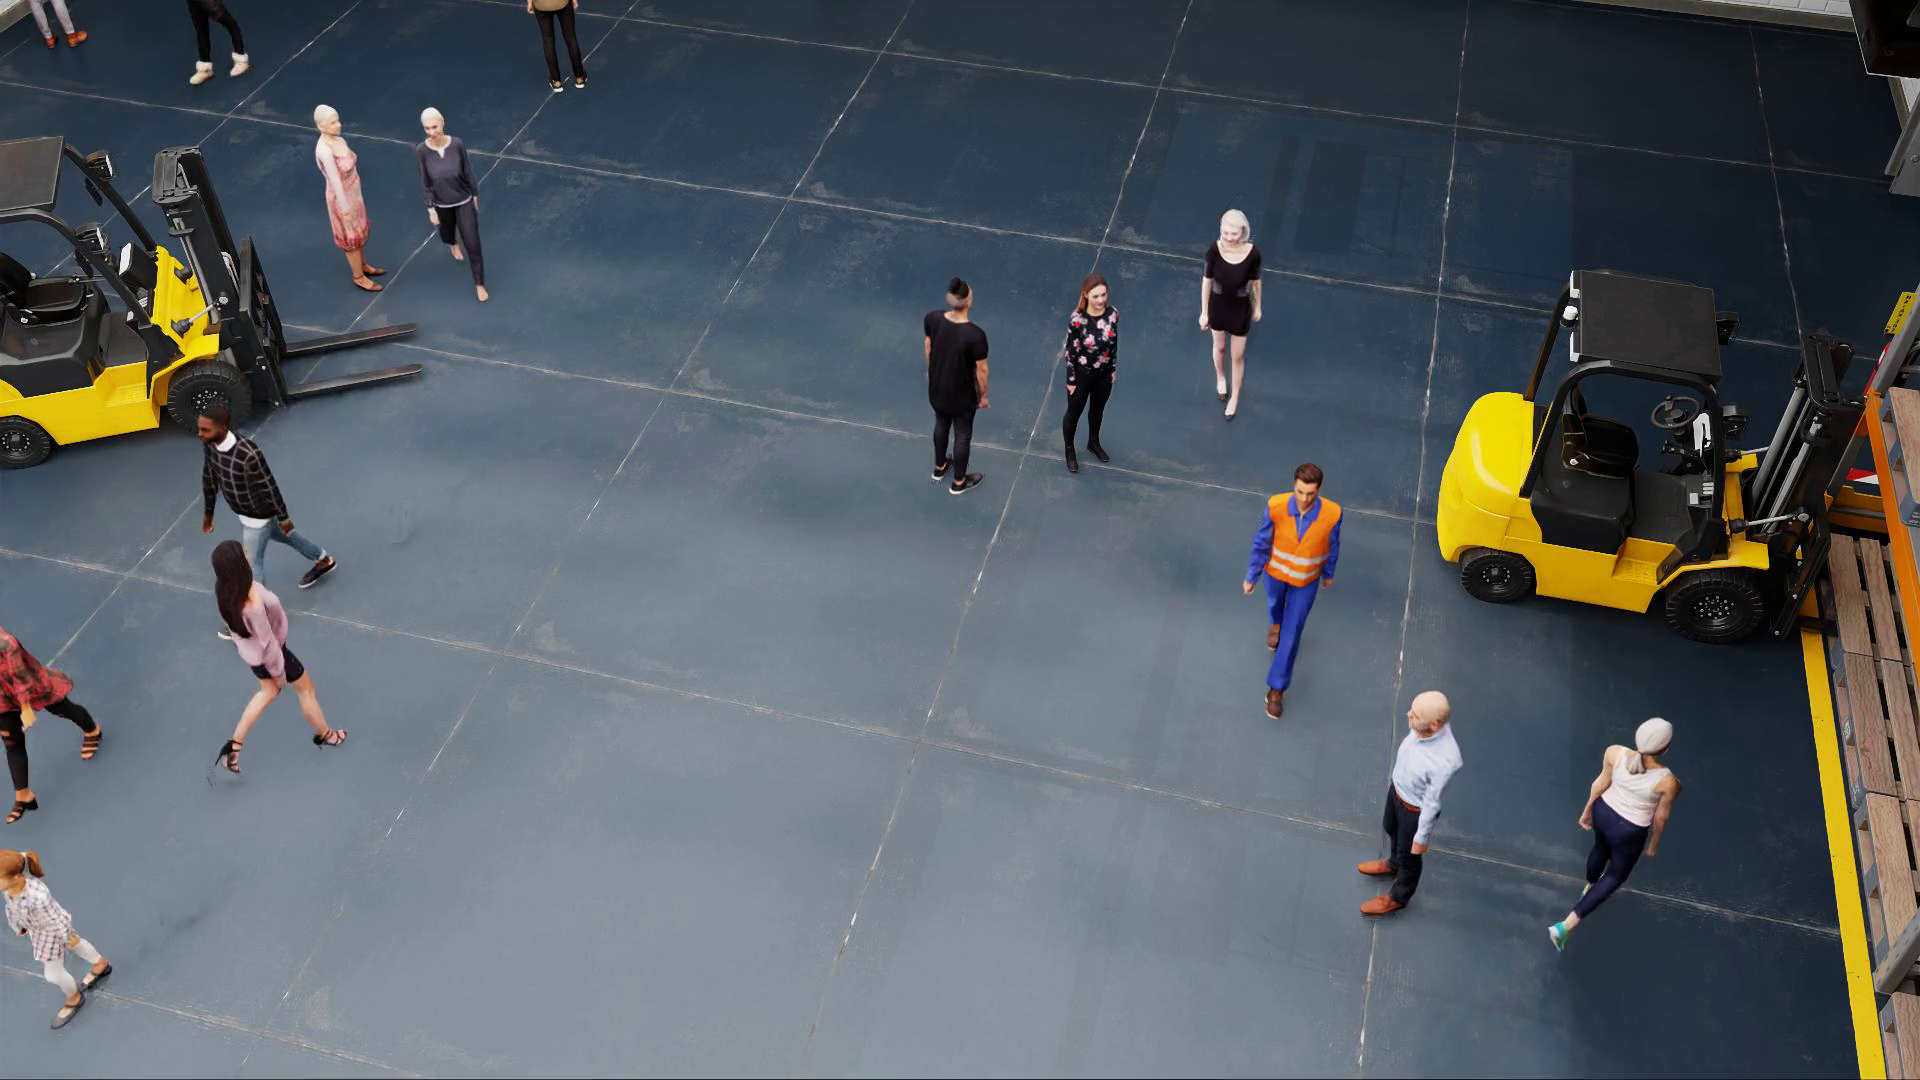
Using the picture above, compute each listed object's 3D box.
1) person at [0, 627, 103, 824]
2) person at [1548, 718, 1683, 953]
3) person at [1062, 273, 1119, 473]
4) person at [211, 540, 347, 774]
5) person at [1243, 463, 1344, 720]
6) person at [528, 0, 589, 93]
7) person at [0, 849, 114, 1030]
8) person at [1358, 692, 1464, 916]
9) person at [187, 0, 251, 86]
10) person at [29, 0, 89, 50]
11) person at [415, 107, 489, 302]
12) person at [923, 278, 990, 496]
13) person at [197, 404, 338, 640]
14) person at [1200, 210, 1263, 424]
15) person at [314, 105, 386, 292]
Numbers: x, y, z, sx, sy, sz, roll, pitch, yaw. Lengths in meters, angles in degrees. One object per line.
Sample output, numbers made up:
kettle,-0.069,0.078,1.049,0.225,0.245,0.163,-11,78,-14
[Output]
person,-5.680,0.866,10.184,0.684,1.648,1.086,6,44,6
person,3.654,1.664,9.320,1.122,1.685,0.971,-31,52,-28
person,0.966,-1.264,12.394,0.644,1.684,0.688,-18,46,-18
person,-4.334,0.754,10.200,1.096,1.788,0.887,-34,53,-31
person,2.151,0.171,10.793,0.712,1.814,1.196,10,45,10
person,-4.076,-5.390,16.603,0.747,1.851,0.742,-10,44,-10
person,-4.961,2.079,9.167,0.649,1.295,0.743,25,49,24
person,2.567,1.492,9.427,0.831,1.786,0.681,-8,44,-8
person,-7.687,-5.353,16.708,0.701,1.654,0.843,16,46,16
person,-9.651,-5.997,17.259,0.763,1.825,0.684,-2,44,-2
person,-4.335,-2.923,14.125,0.977,1.698,1.141,-13,45,-13
person,-0.049,-1.142,12.133,0.767,1.867,0.716,28,50,26
person,-4.699,-0.250,11.271,0.996,1.764,1.299,29,51,27
person,2.082,-1.825,12.890,0.677,1.811,0.789,3,44,3
person,-5.222,-2.902,14.108,0.728,1.690,0.627,-4,44,-5
